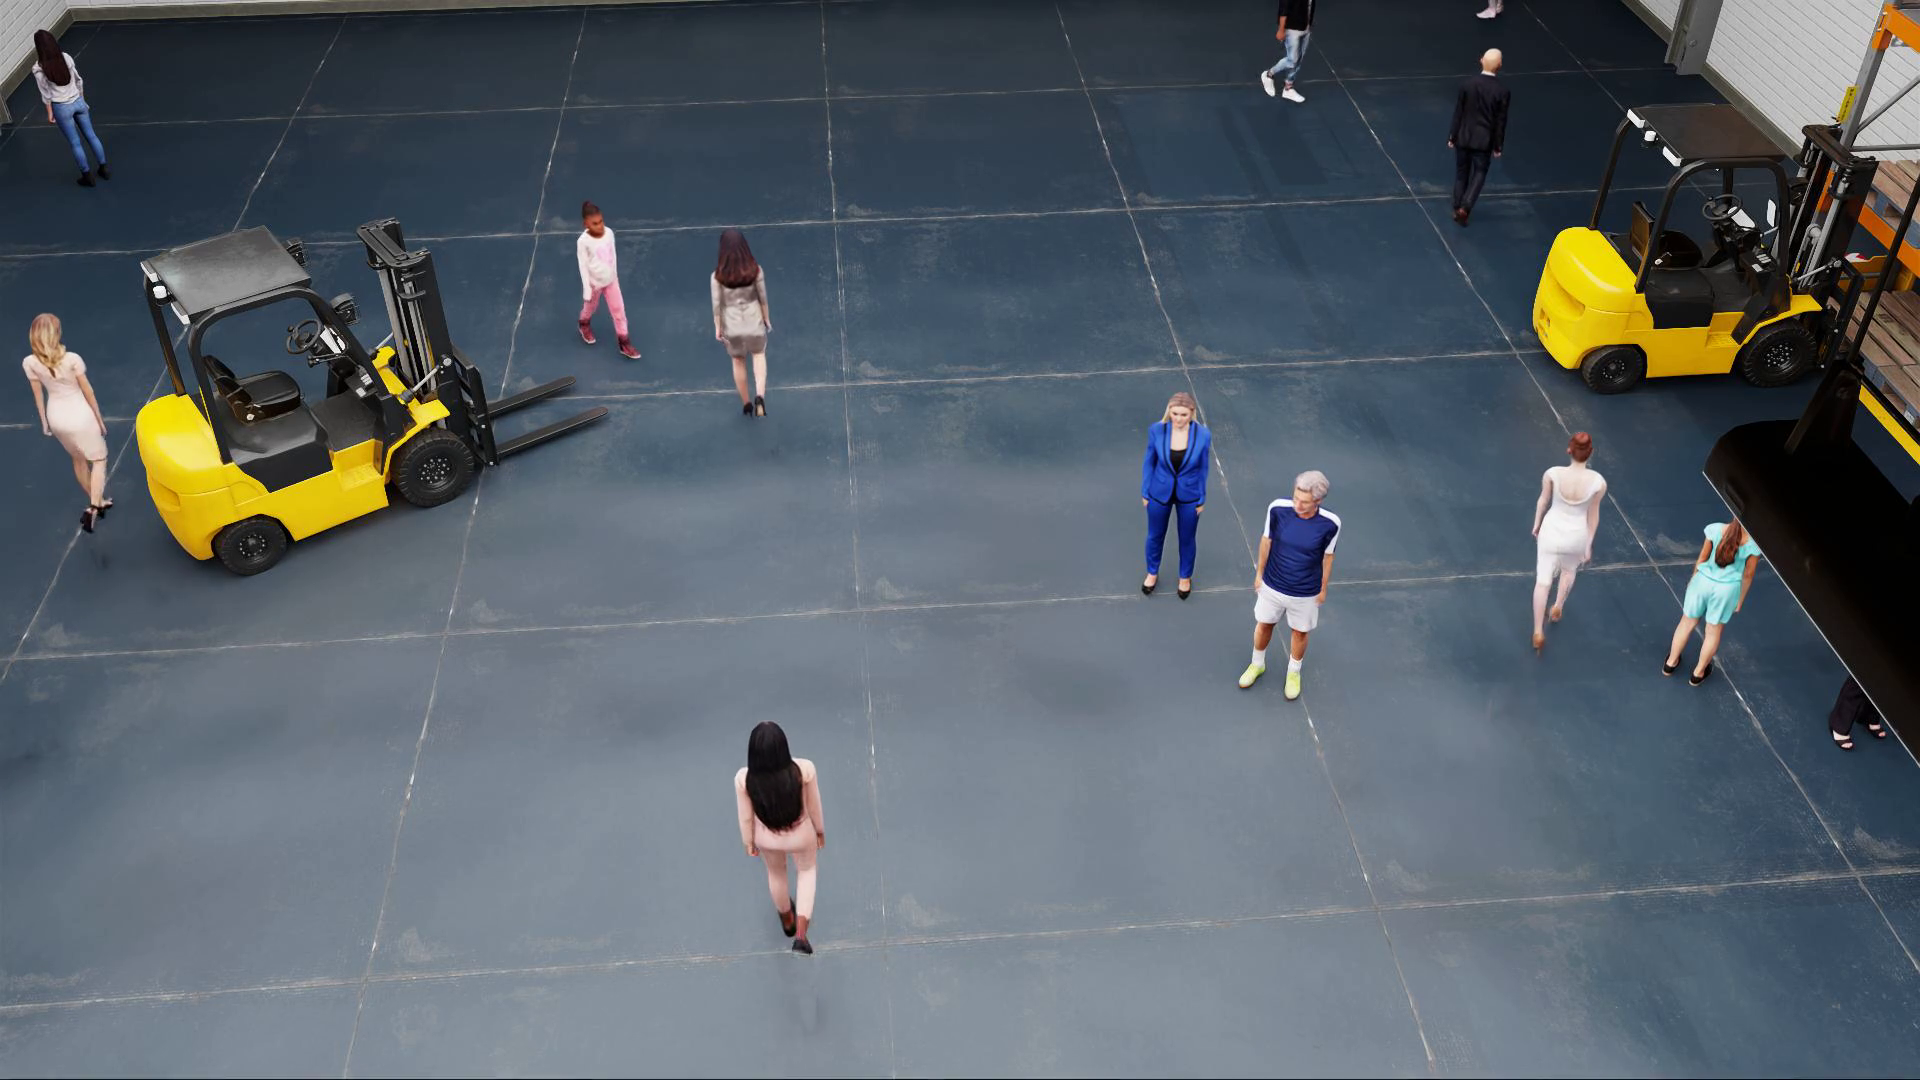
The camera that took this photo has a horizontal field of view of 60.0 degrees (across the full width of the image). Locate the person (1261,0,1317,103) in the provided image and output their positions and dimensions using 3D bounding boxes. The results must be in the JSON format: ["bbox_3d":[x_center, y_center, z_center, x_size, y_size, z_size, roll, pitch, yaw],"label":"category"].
[{"bbox_3d":[3.689,-5.805,18.587,0.949,1.798,0.890,30,47,32],"label":"person"}]

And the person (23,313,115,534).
[{"bbox_3d":[-6.563,-0.806,12.318,0.634,1.809,0.918,-8,39,-10],"label":"person"}]

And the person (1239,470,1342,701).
[{"bbox_3d":[2.187,0.265,10.959,0.717,1.832,0.704,14,41,16],"label":"person"}]

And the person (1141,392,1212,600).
[{"bbox_3d":[1.525,-0.329,11.809,0.661,1.699,0.623,6,39,7],"label":"person"}]

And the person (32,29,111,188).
[{"bbox_3d":[-9.086,-4.414,16.978,0.736,1.633,0.642,21,43,24],"label":"person"}]

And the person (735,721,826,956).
[{"bbox_3d":[-0.970,1.714,9.245,0.616,1.708,0.813,-4,39,-5],"label":"person"}]

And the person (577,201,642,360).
[{"bbox_3d":[-3.190,-2.297,14.498,0.946,1.419,1.068,-30,47,-32],"label":"person"}]

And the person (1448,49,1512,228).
[{"bbox_3d":[4.985,-3.865,16.168,0.951,1.785,1.060,18,42,21],"label":"person"}]

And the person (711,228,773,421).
[{"bbox_3d":[-1.737,-1.674,13.467,0.671,1.731,0.748,-8,39,-10],"label":"person"}]

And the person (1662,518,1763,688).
[{"bbox_3d":[5.056,0.314,11.117,0.637,1.558,0.685,23,44,26],"label":"person"}]

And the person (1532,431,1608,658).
[{"bbox_3d":[4.039,0.066,11.257,0.798,1.771,0.882,19,42,22],"label":"person"}]
